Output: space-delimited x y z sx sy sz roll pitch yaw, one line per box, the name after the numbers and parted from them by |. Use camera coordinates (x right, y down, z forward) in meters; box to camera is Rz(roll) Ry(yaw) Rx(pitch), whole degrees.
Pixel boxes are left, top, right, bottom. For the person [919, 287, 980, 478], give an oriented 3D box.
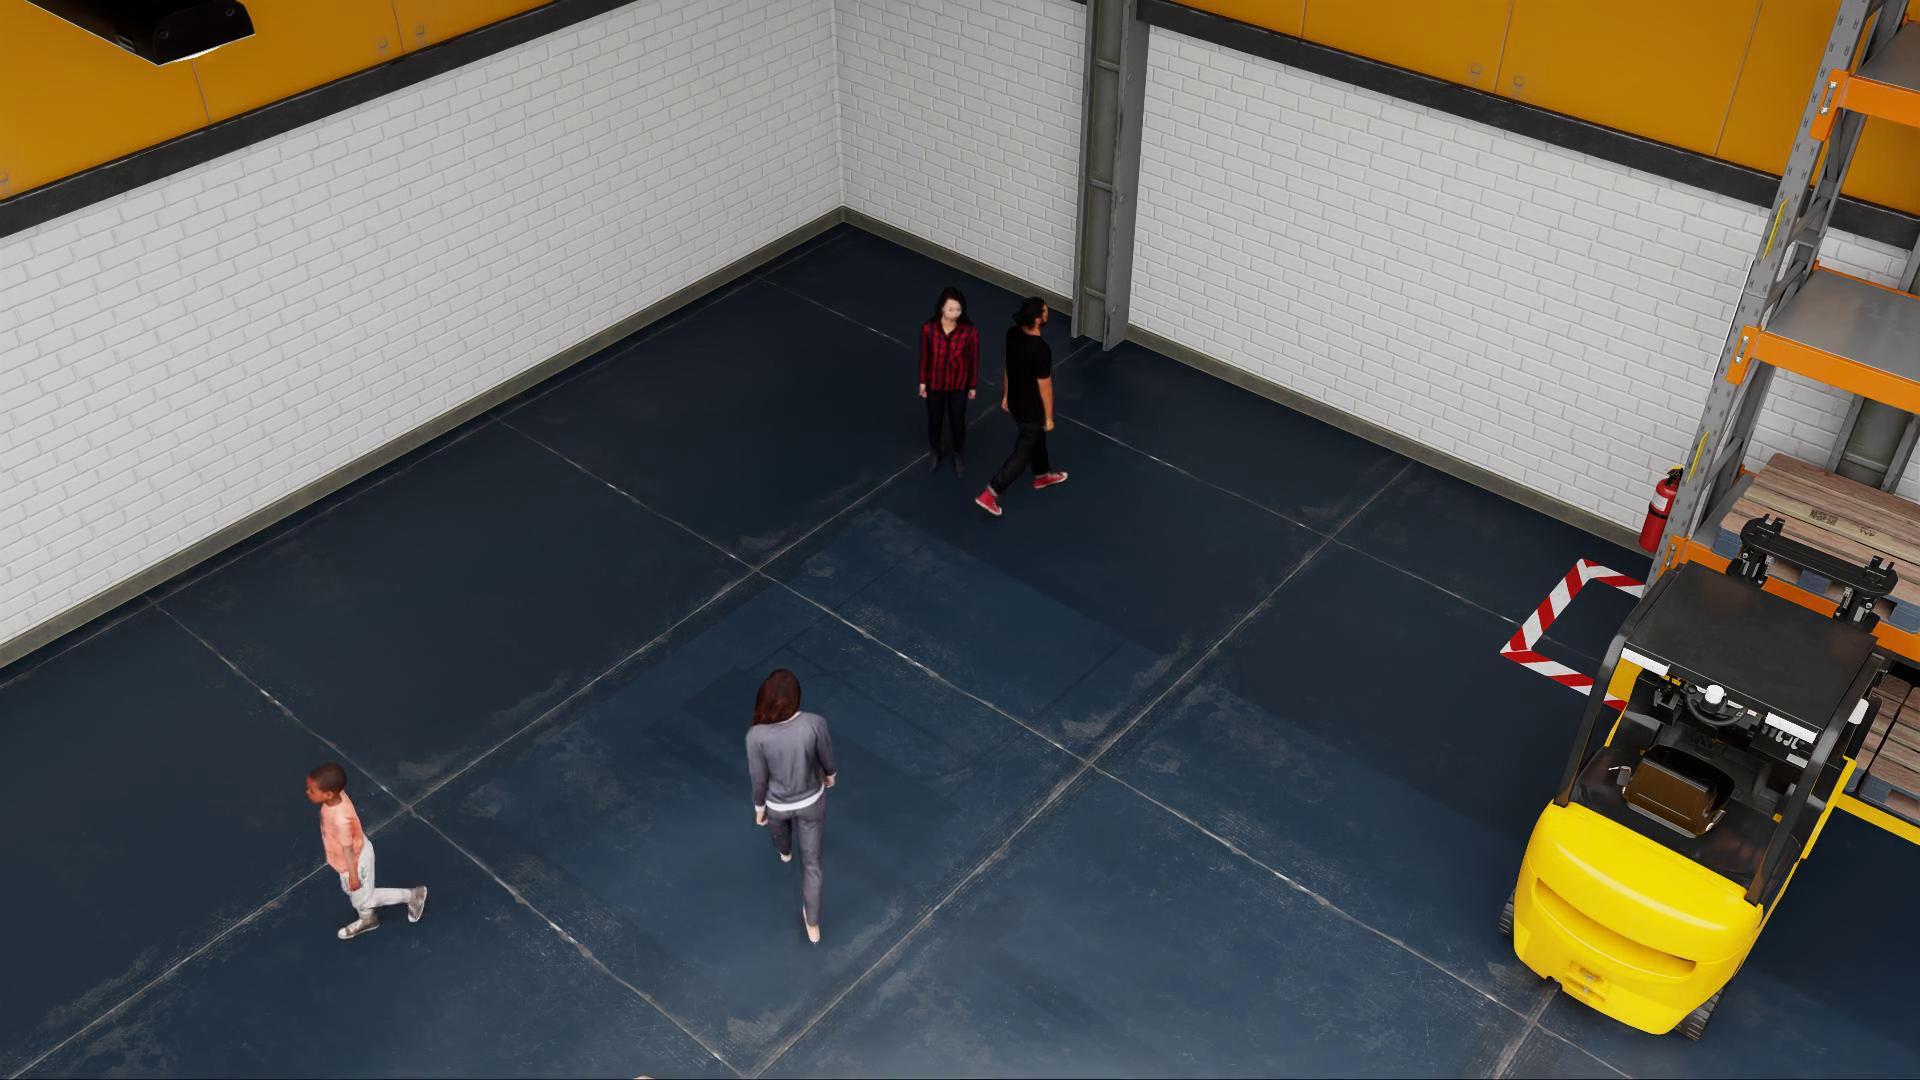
-0.098 -1.197 12.504 0.644 1.643 0.744 5 39 6 | person

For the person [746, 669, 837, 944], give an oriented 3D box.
-0.893 1.480 9.091 1.068 1.720 1.183 -6 39 -8 | person

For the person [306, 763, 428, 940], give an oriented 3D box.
-3.278 1.713 9.136 0.704 1.299 0.748 -18 42 -21 | person

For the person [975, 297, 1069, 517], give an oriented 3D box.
0.433 -0.952 12.125 0.946 1.734 1.150 -21 43 -24 | person
